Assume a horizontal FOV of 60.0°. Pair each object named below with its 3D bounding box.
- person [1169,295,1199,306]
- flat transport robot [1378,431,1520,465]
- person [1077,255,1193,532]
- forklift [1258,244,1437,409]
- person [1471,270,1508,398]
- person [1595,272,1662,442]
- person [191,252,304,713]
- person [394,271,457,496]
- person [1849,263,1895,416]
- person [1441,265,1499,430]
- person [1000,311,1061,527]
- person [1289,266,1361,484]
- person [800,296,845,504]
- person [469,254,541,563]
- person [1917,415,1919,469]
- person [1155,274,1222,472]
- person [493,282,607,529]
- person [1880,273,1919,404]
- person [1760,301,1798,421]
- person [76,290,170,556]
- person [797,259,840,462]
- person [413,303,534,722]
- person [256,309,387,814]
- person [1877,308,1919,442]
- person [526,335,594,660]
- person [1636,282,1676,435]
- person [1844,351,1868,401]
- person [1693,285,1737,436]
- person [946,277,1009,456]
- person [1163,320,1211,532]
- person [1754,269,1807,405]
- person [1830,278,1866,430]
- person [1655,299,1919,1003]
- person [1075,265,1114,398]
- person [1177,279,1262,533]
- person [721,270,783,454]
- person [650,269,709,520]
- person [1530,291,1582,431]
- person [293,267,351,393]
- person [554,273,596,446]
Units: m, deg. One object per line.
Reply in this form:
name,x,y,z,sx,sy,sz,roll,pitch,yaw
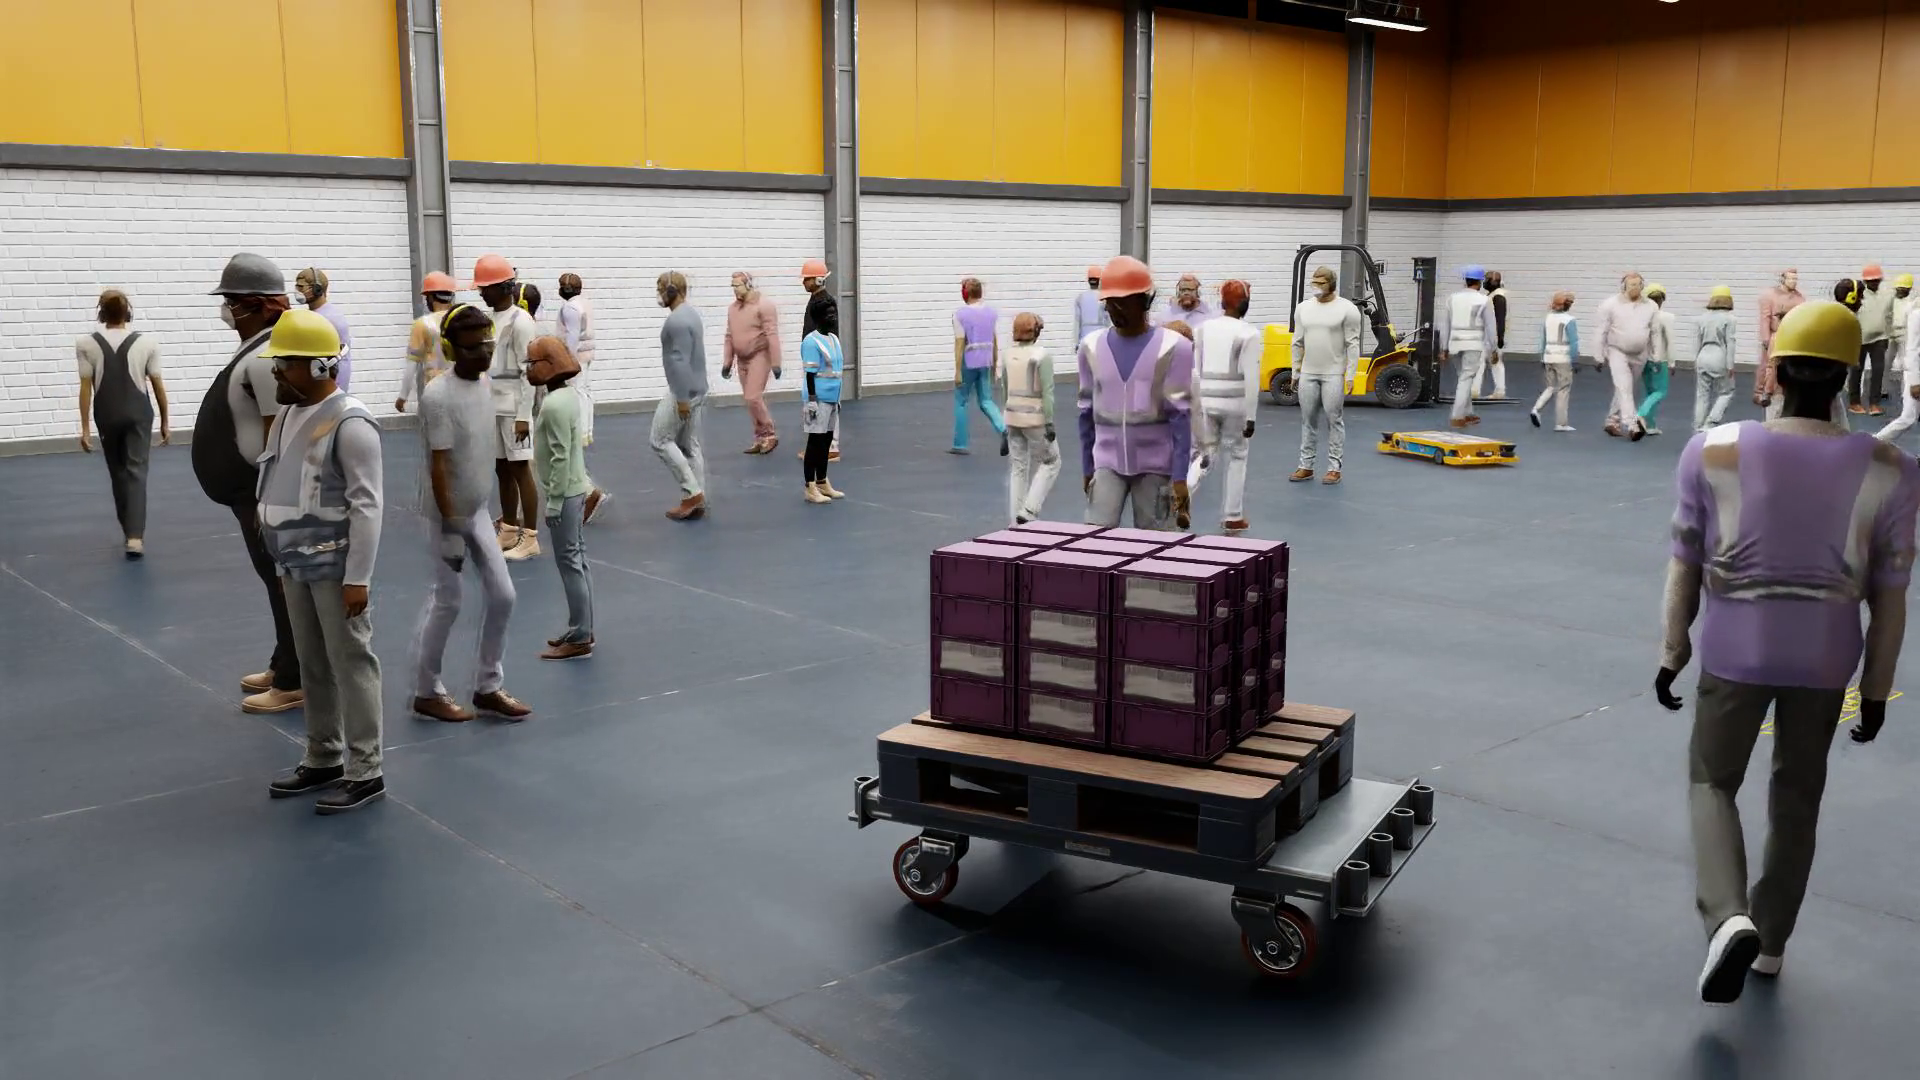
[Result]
person,3.619,-3.398,26.870,0.535,1.689,0.319,3,10,19
flat transport robot,4.841,-0.927,16.539,0.652,0.197,1.431,-3,10,-19
person,0.847,-0.367,8.132,0.623,2.021,0.468,4,10,21
forklift,5.256,-2.933,22.661,2.313,2.155,1.214,3,10,16
person,7.348,-2.862,23.365,0.788,1.815,0.633,3,10,14
person,7.385,-2.021,18.345,0.663,1.846,1.017,0,10,-2
person,-3.138,-0.257,7.445,0.536,2.000,0.672,-4,10,-21
person,-4.140,-1.164,13.184,0.929,1.894,0.562,6,12,33
person,11.542,-2.539,21.135,0.632,1.923,0.896,1,10,9
person,6.059,-2.266,19.571,0.900,1.905,0.632,-7,12,-36
person,0.508,-0.845,12.088,0.375,1.619,0.531,-9,13,-42
person,3.236,-1.464,14.812,0.633,1.936,0.353,7,12,37
person,-1.124,-1.150,13.679,0.317,1.695,0.540,3,10,19
person,-3.028,-0.867,11.038,0.385,2.035,0.605,-9,13,-42
person,9.134,-1.564,15.419,0.724,1.929,0.638,-2,10,-13
person,2.117,-1.537,15.482,0.662,1.864,0.983,3,10,19
person,-3.105,-0.982,12.293,0.859,1.846,0.519,1,10,5
person,12.925,-2.773,22.890,0.489,1.798,0.649,-5,11,-28
person,7.332,-1.312,14.821,0.530,1.627,0.363,-6,12,-32
person,-5.693,-0.799,11.339,0.531,1.803,0.980,-4,10,-21
person,-1.399,-1.760,16.386,0.402,1.990,0.622,-4,11,-24
person,-2.123,-0.091,7.087,0.636,1.824,0.541,3,10,19
person,-2.346,0.077,6.096,0.594,1.832,0.404,8,13,39
person,8.625,-1.454,15.006,0.581,1.858,0.806,-5,11,-25
person,-2.014,-0.213,8.376,0.276,1.631,0.507,-1,10,-6
person,7.745,-2.010,18.608,0.662,1.734,0.550,-6,11,-31
person,12.420,-2.693,23.039,0.487,1.587,0.882,6,11,32
person,8.134,-1.886,17.923,0.391,1.713,0.505,-6,11,-29
person,0.187,-1.735,16.762,0.573,1.822,0.795,-8,13,-39
person,1.397,-0.594,10.640,0.623,1.610,0.536,-7,12,-36
person,11.031,-2.704,22.318,0.637,1.858,0.998,1,10,4
person,7.129,-1.227,13.695,0.459,1.848,0.558,7,12,37
person,2.198,0.315,4.460,0.602,1.909,0.680,4,10,20
person,1.733,-2.627,21.690,0.550,1.913,0.870,6,11,31
person,1.867,-0.946,11.994,0.594,1.865,0.701,9,13,42
person,-2.122,-1.808,16.988,0.453,1.881,0.676,-9,14,-44
person,-2.146,-1.096,12.710,0.447,1.918,0.646,0,10,-1
person,6.895,-2.051,19.161,0.449,1.623,0.529,-3,10,-19
person,-4.861,-1.105,12.706,0.353,1.937,0.635,-9,14,-44
person,-4.120,-1.921,17.769,0.430,1.844,0.624,0,10,3
